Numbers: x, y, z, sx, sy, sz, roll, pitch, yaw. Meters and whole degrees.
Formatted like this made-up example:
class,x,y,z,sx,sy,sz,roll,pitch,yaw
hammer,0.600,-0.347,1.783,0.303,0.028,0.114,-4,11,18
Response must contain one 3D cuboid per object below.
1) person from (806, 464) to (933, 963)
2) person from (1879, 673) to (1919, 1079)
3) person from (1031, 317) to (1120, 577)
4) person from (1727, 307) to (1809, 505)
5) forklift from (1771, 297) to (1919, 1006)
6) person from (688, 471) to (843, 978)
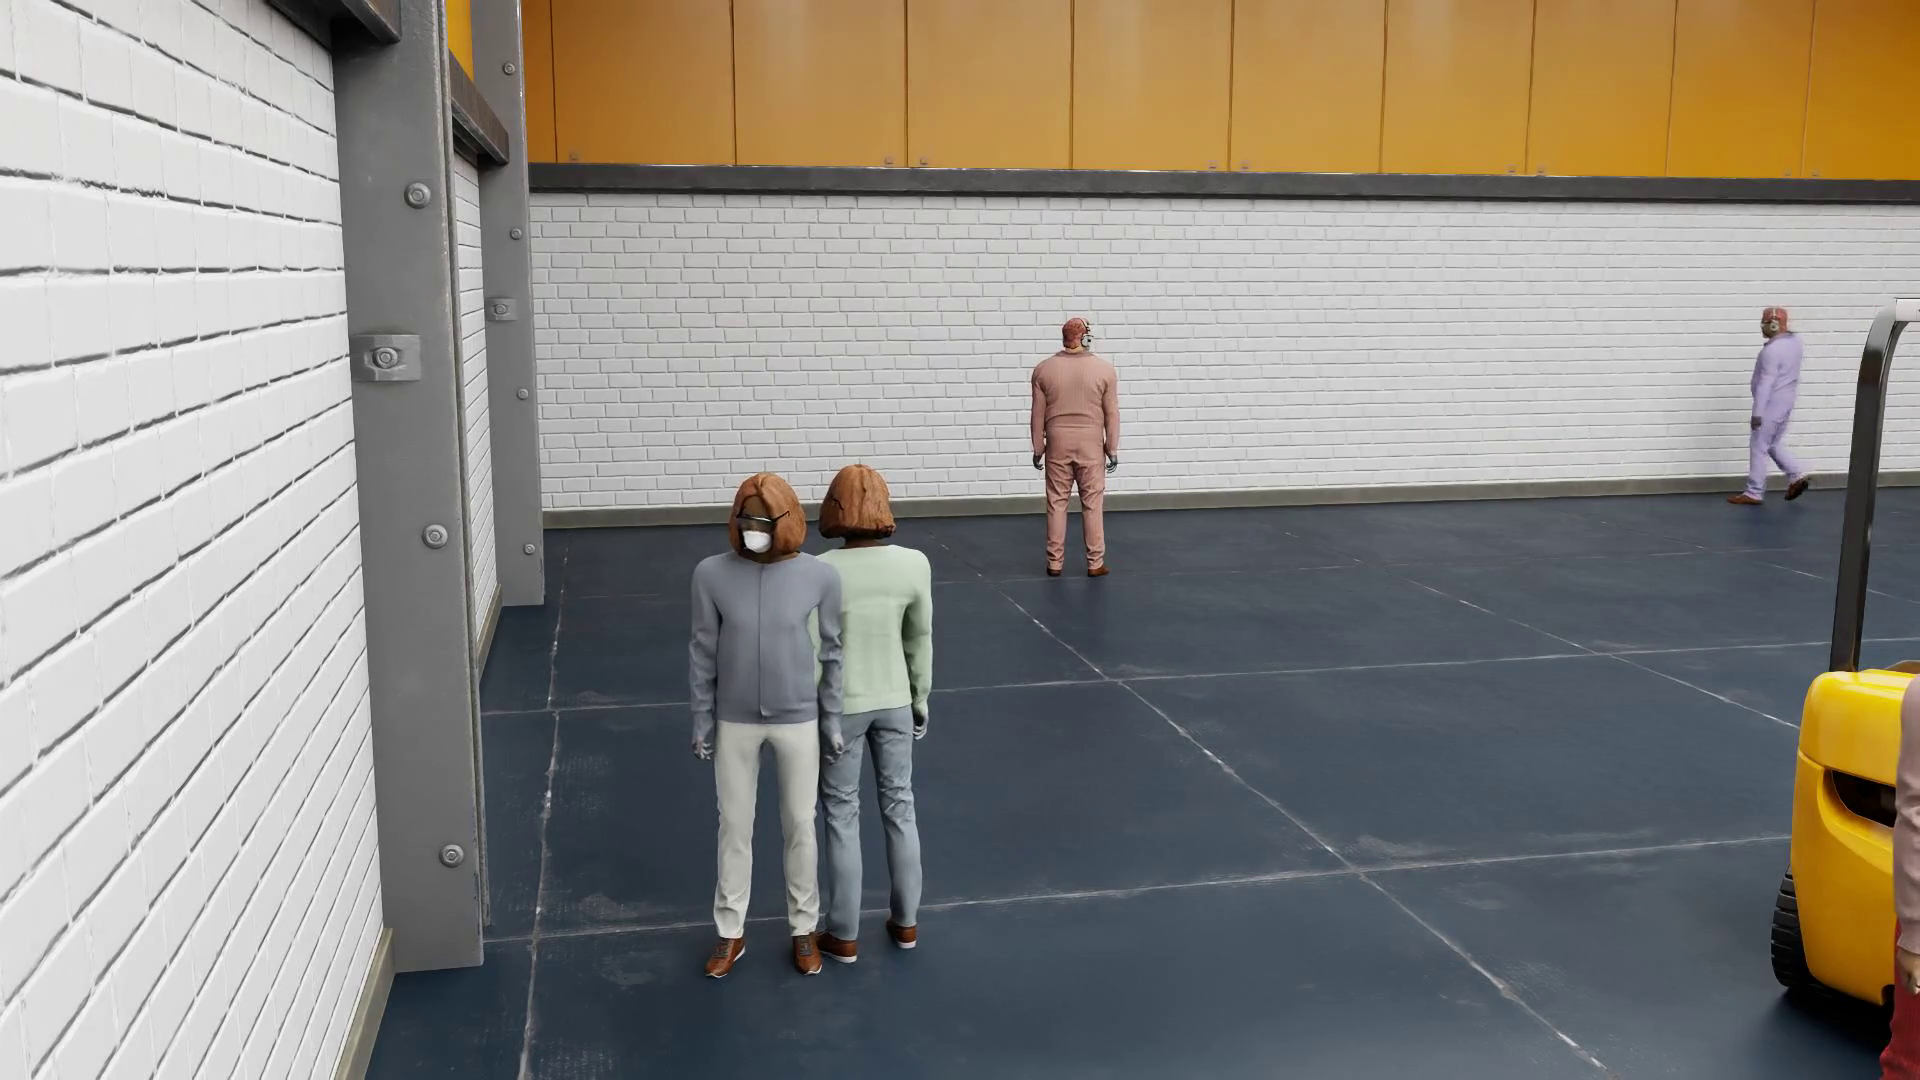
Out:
class,x,y,z,sx,sy,sz,roll,pitch,yaw
person,-0.325,0.566,5.465,0.509,1.632,0.265,-5,11,-28
person,2.217,0.813,3.558,0.524,1.769,0.314,-3,10,-17
person,0.849,-0.674,12.201,0.651,1.903,0.404,2,9,10
person,7.725,-1.261,15.805,0.700,1.893,0.583,-8,13,-42
forklift,3.542,0.334,5.177,2.313,2.155,1.214,-9,13,-43
person,-0.615,0.589,5.321,0.497,1.633,0.279,0,9,-1
